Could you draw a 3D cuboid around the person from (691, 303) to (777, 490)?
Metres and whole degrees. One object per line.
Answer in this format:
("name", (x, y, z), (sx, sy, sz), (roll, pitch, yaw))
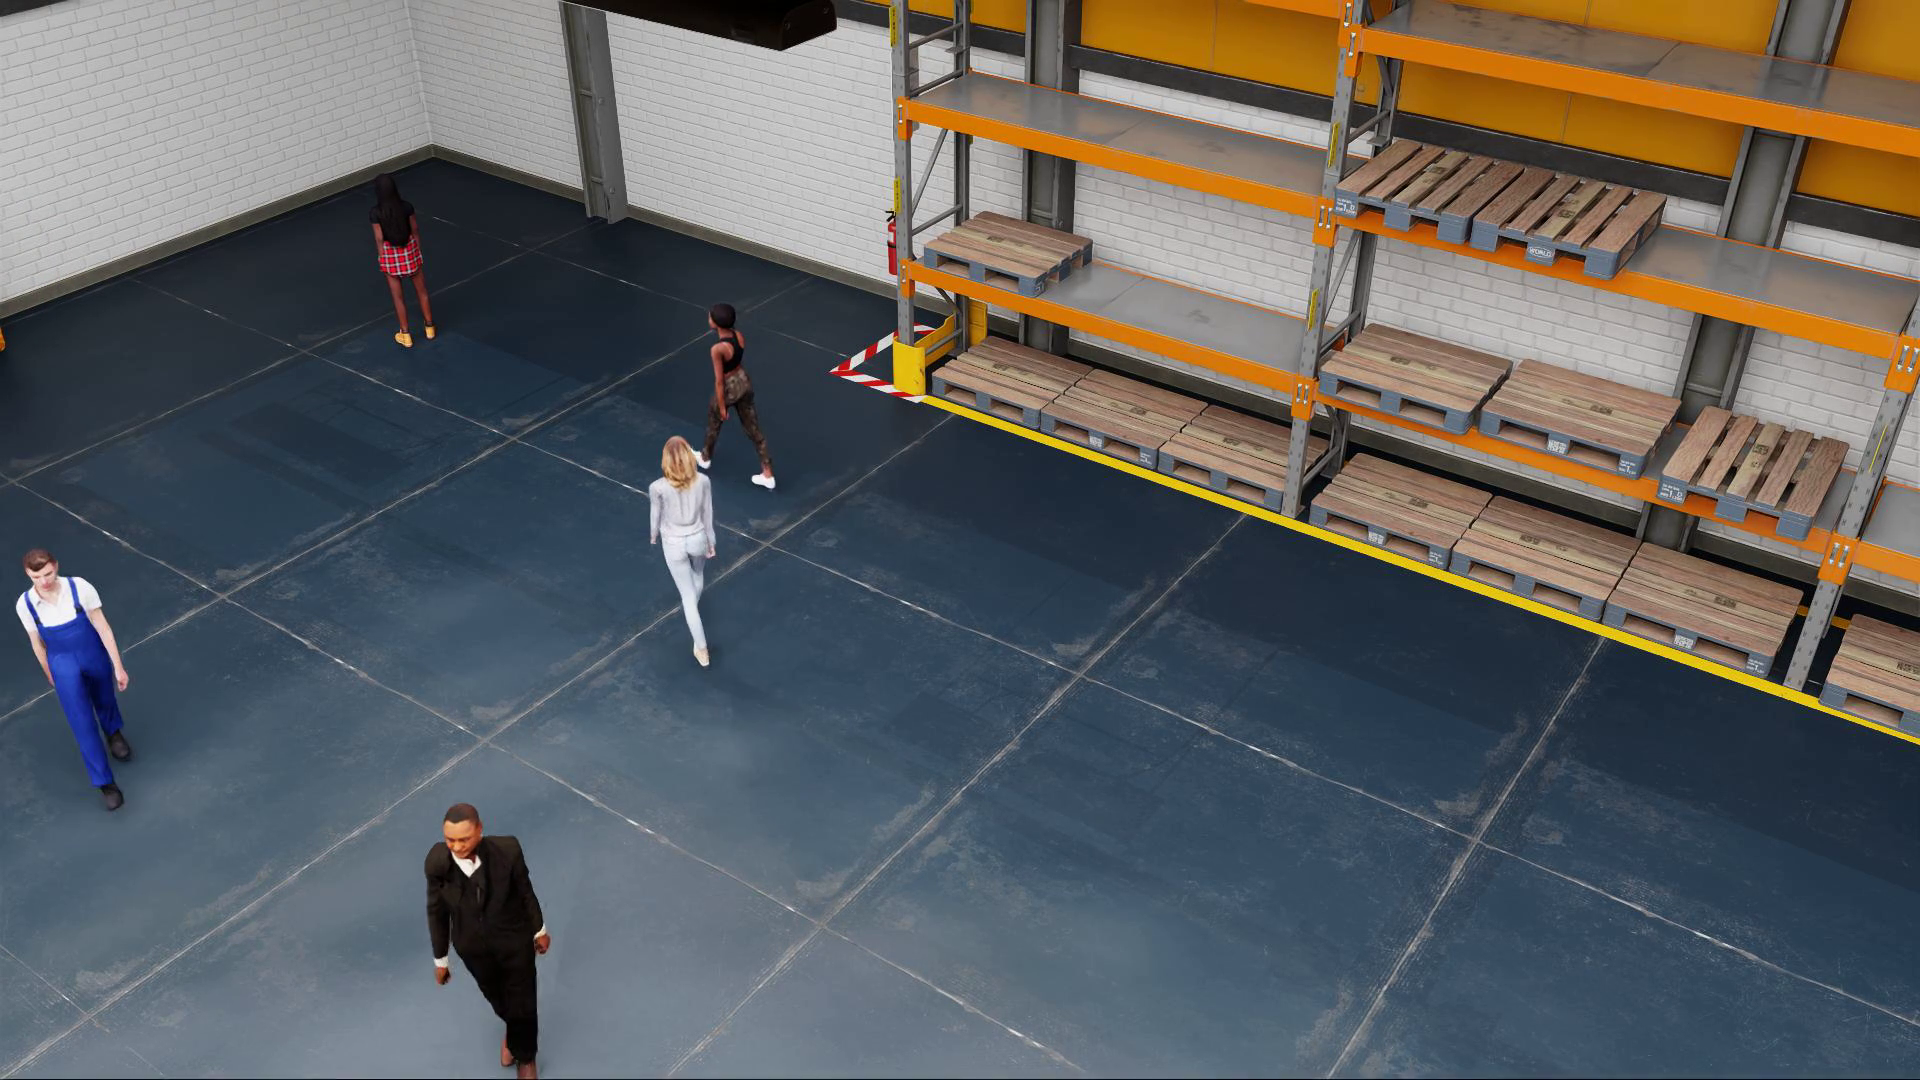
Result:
("person", (-1.829, -1.174, 13.927), (1.146, 1.648, 0.588), (20, 39, 27))

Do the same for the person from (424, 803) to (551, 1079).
("person", (-2.467, 2.055, 8.858), (0.978, 1.882, 1.029), (-1, 34, -2))

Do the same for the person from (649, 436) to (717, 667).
("person", (-1.946, 0.116, 11.889), (0.992, 1.755, 1.180), (-13, 36, -18))

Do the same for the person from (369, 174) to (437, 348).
("person", (-5.450, -2.738, 16.208), (0.678, 1.728, 0.688), (-23, 40, -31))

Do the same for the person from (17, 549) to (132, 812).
("person", (-5.752, 0.763, 10.876), (0.924, 1.801, 1.281), (-20, 39, -28))
